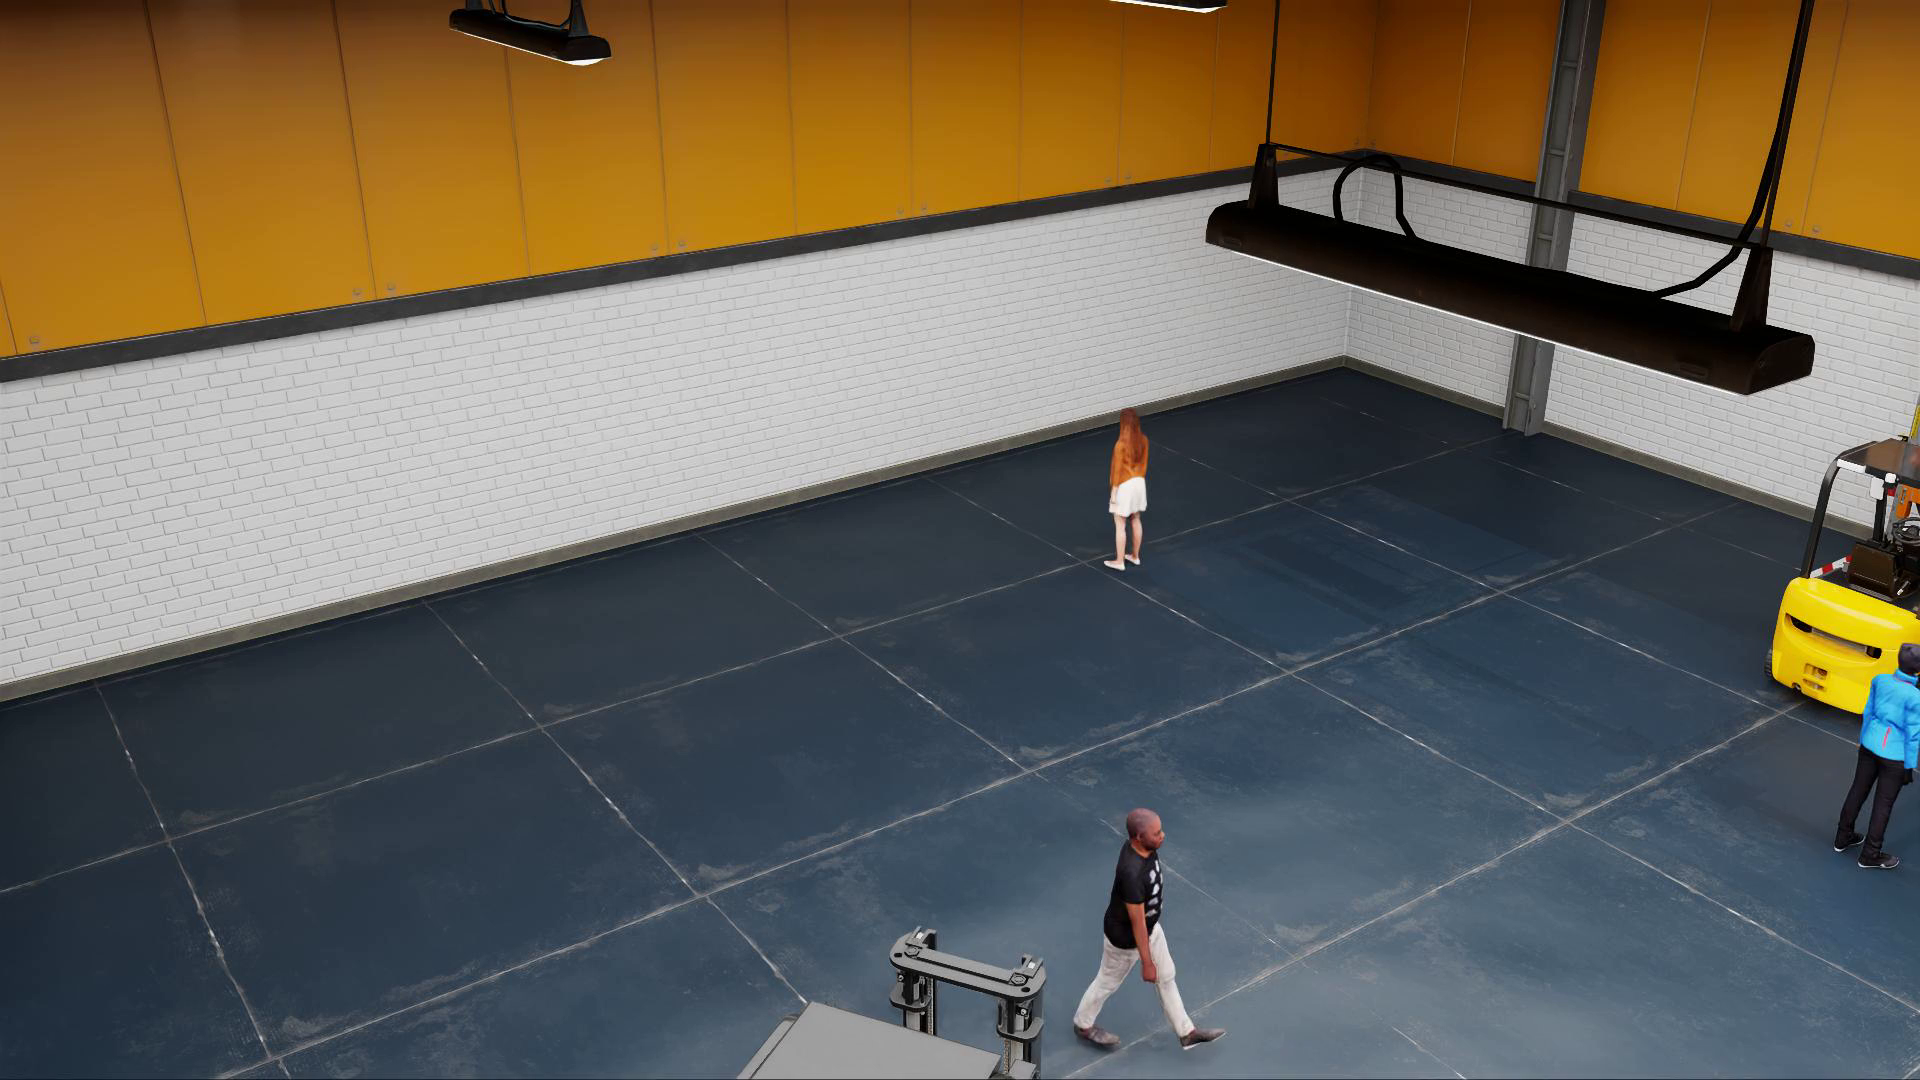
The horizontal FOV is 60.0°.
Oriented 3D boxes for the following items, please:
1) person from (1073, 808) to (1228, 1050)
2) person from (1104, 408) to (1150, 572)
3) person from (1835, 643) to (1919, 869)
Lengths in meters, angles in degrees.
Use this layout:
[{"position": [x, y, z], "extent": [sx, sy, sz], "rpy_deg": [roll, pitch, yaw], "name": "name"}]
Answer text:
[{"position": [0.966, 2.436, 10.260], "extent": [1.279, 1.750, 1.140], "rpy_deg": [7, 25, 15], "name": "person"}, {"position": [1.754, -0.521, 17.063], "extent": [0.612, 1.719, 0.537], "rpy_deg": [-16, 28, -32], "name": "person"}, {"position": [6.782, 1.559, 12.211], "extent": [0.731, 1.794, 0.560], "rpy_deg": [-8, 25, -17], "name": "person"}]
